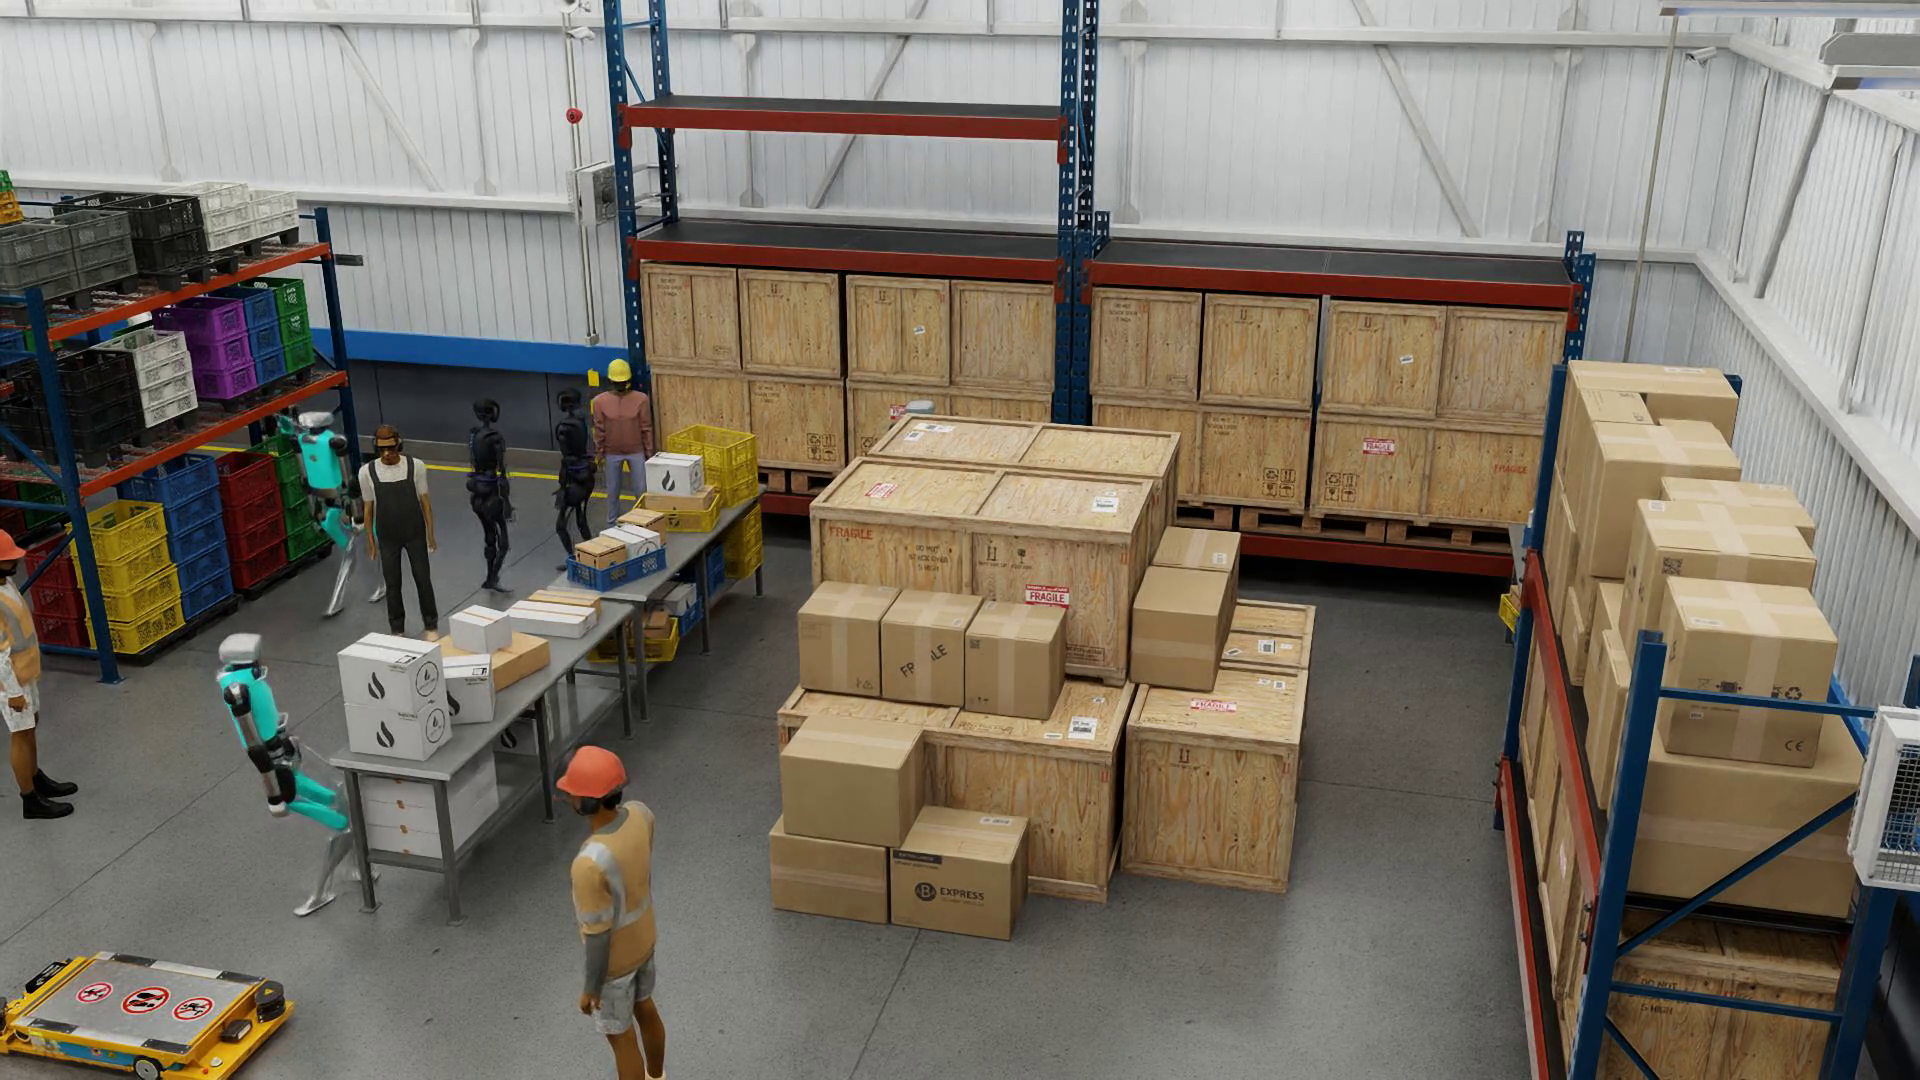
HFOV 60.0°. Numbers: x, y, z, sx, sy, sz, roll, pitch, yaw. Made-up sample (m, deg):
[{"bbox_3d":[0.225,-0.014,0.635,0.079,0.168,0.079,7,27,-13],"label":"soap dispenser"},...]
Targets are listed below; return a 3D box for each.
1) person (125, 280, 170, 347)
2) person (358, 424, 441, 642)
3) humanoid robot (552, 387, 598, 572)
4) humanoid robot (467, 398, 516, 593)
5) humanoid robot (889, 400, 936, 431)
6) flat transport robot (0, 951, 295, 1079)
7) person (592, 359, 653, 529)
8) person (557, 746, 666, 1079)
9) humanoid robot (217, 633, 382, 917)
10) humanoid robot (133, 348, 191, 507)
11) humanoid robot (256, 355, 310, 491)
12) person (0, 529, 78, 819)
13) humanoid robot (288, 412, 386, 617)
[{"bbox_3d":[-8.749,-2.044,18.203,0.562,1.836,0.390,-3,21,-9],"label":"person"},{"bbox_3d":[-4.347,-0.026,12.929,0.506,1.837,0.333,-7,22,-18],"label":"person"},{"bbox_3d":[-3.342,-0.537,14.466,0.331,1.646,0.607,3,21,7],"label":"humanoid robot"},{"bbox_3d":[-3.992,-0.380,14.076,0.377,1.645,0.599,-16,26,-35],"label":"humanoid robot"},{"bbox_3d":[-0.303,-0.253,13.464,0.533,1.677,0.735,-1,21,-2],"label":"humanoid robot"},{"bbox_3d":[-4.270,2.464,8.601,1.431,0.231,0.659,5,22,13],"label":"flat transport robot"},{"bbox_3d":[-3.028,-0.785,15.016,0.523,1.759,0.347,-4,21,-11],"label":"person"},{"bbox_3d":[-1.600,1.874,7.661,0.385,2.045,0.605,5,22,14],"label":"person"},{"bbox_3d":[-3.665,1.320,9.524,0.878,1.765,0.599,-5,22,-14],"label":"humanoid robot"},{"bbox_3d":[-7.705,-1.108,16.039,0.602,1.622,0.817,-1,21,-3],"label":"humanoid robot"},{"bbox_3d":[-6.338,-1.090,15.965,0.984,1.782,0.547,6,22,16],"label":"humanoid robot"},{"bbox_3d":[-5.948,0.837,10.521,0.356,1.937,0.547,-7,22,-19],"label":"person"},{"bbox_3d":[-5.021,-0.268,13.723,0.545,1.760,0.939,7,22,18],"label":"humanoid robot"}]
